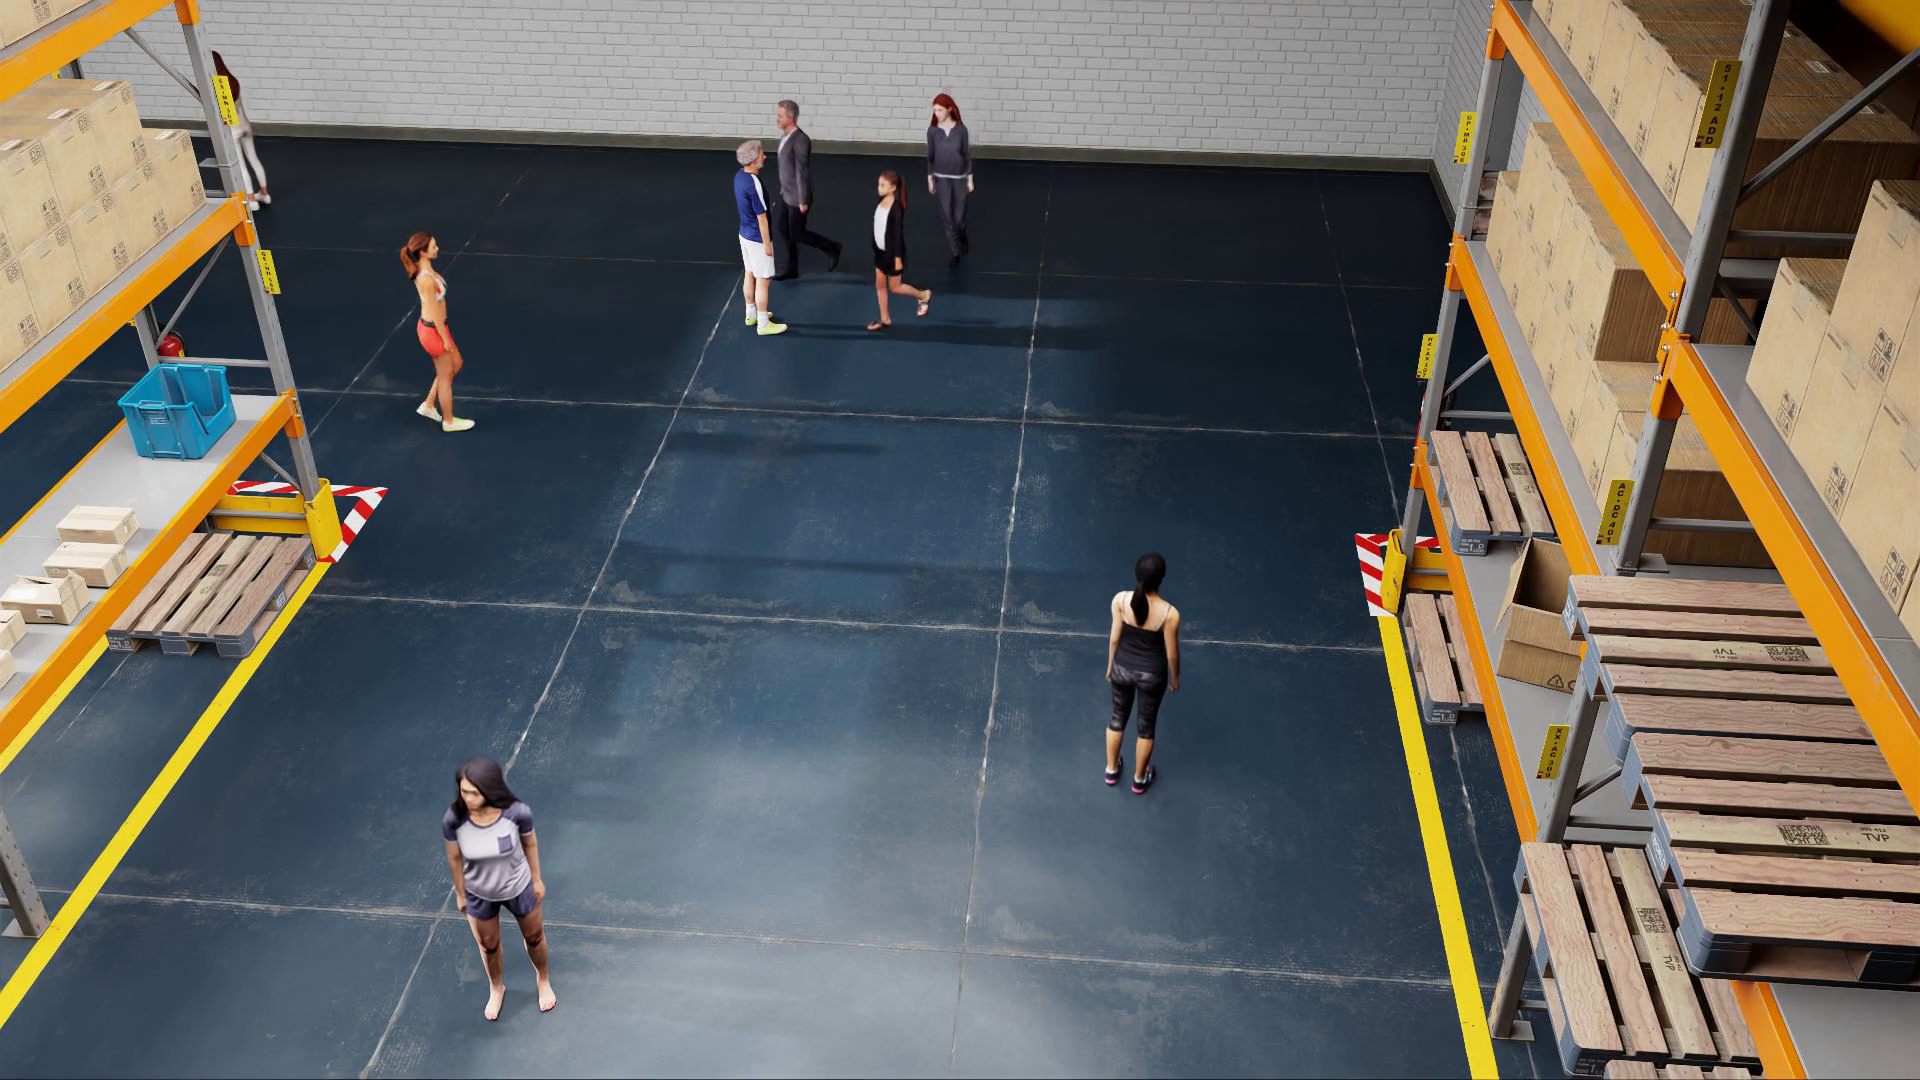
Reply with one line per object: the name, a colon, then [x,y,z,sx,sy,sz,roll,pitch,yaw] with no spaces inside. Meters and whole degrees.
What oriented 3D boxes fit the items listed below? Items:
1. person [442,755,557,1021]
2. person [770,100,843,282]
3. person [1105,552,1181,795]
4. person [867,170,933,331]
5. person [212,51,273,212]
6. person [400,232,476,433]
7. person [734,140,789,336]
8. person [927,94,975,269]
person: [-2.346,1.763,8.511,0.650,1.707,0.608,-6,34,-9]
person: [-1.529,-3.368,16.131,1.055,1.816,1.056,-14,36,-20]
person: [1.065,0.825,9.908,0.659,1.723,0.674,12,36,18]
person: [-0.578,-2.682,15.349,0.892,1.539,0.882,-19,38,-26]
person: [-7.710,-4.368,17.738,0.710,1.704,0.562,11,35,16]
person: [-4.372,-1.665,13.600,0.804,1.783,0.748,-14,36,-21]
person: [-1.870,-2.776,15.233,0.783,1.825,0.688,-18,38,-25]
person: [-0.080,-3.578,16.502,0.649,1.755,0.644,5,34,7]
